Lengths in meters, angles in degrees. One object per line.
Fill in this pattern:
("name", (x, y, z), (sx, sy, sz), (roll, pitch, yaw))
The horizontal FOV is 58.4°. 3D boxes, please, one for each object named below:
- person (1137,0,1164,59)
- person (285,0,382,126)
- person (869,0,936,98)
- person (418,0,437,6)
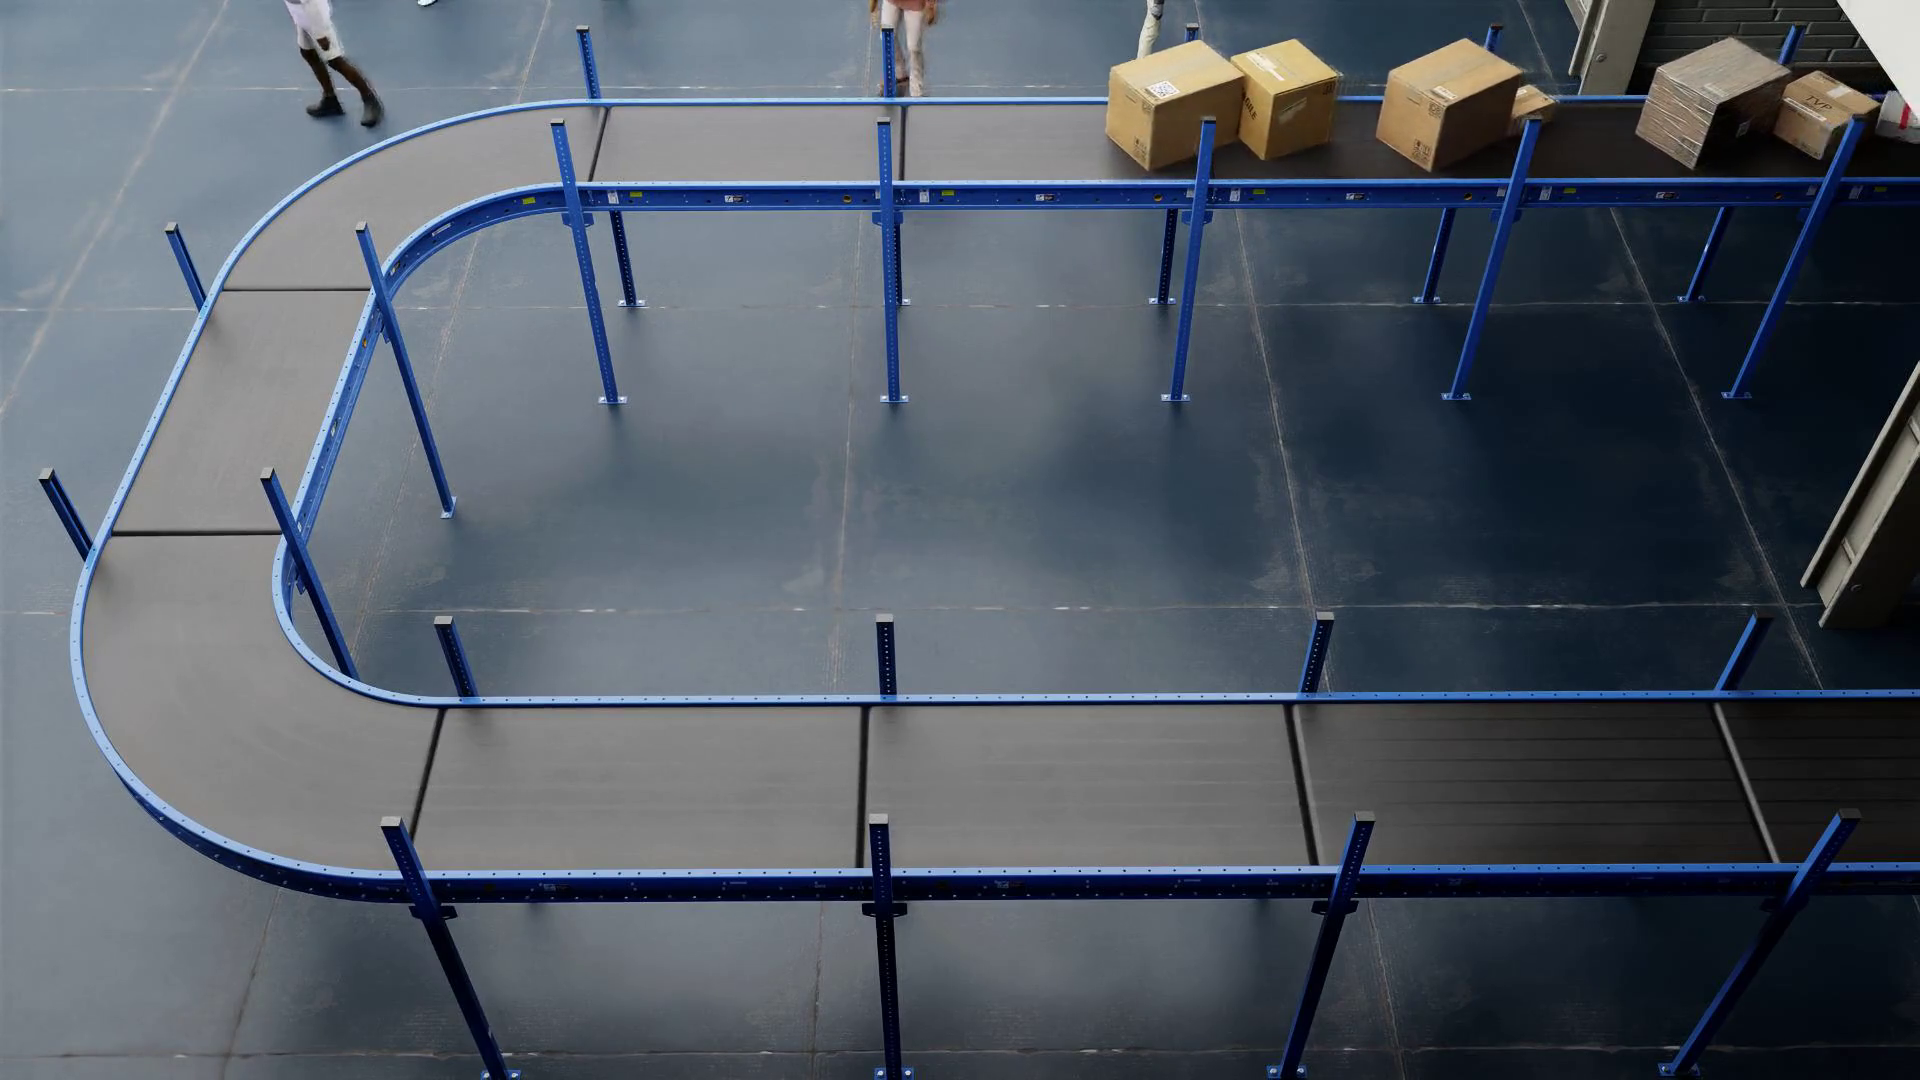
("person", (1.661, -4.606, 14.307), (0.318, 1.865, 0.519), (4, 47, 4))
("person", (-5.221, -4.289, 13.990), (0.608, 1.903, 0.601), (-21, 50, -18))
("person", (-0.440, -4.459, 14.121), (0.689, 1.951, 0.413), (29, 53, 24))
("person", (-4.832, -5.884, 15.493), (0.642, 1.869, 0.830), (29, 54, 25))
